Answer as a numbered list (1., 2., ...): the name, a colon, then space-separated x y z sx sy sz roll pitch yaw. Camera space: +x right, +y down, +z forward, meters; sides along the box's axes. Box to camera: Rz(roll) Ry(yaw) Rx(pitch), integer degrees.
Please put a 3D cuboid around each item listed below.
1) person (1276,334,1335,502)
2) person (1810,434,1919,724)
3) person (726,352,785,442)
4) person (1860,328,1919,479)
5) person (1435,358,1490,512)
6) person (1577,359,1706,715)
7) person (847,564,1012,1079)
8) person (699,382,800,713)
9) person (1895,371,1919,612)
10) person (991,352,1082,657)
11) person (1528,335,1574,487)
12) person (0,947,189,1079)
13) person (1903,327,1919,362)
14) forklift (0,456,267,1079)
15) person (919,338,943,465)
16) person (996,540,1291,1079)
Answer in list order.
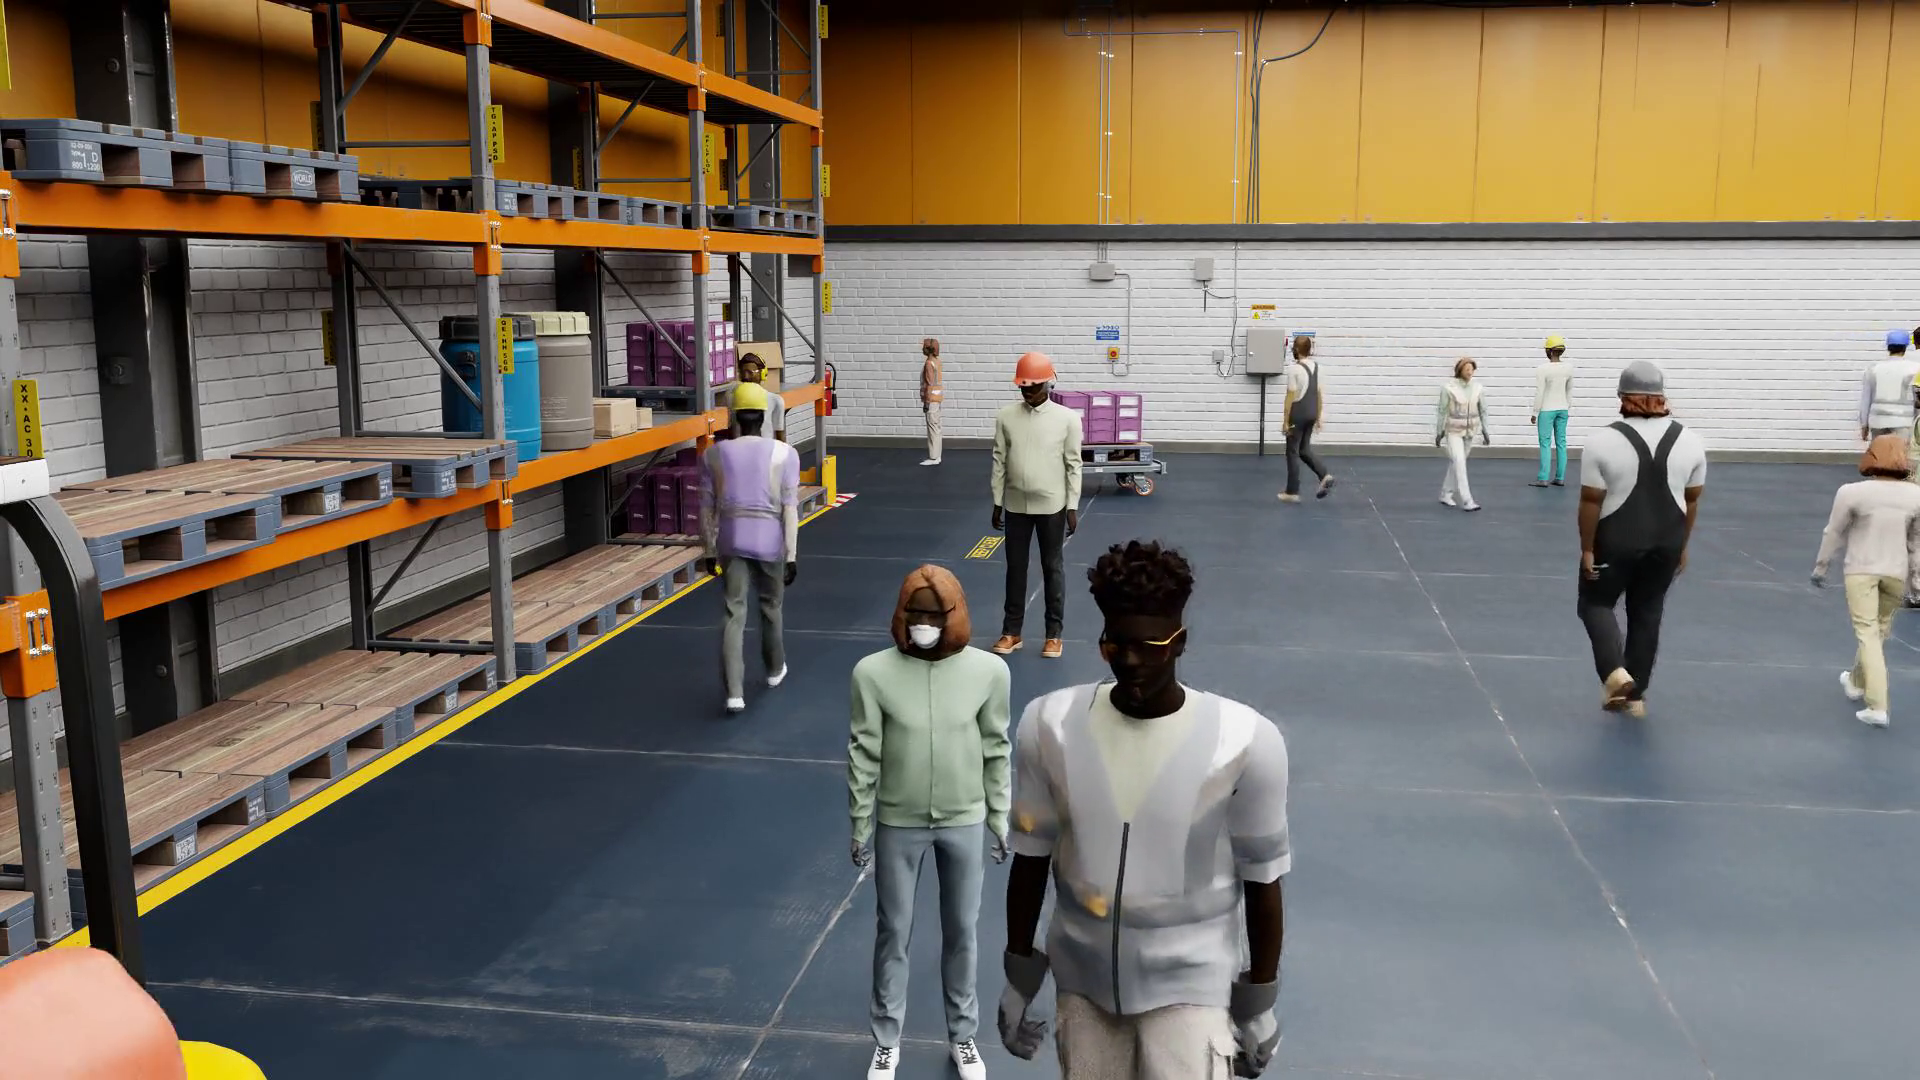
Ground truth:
1. person: 3.740 -1.298 17.939 0.520 1.829 0.579 -7 12 -38
2. person: 5.137 0.198 9.400 0.520 1.586 0.846 1 9 5
3. person: -1.621 -0.535 13.072 0.519 1.874 0.327 2 9 12
4. person: 9.544 -1.213 17.081 0.770 1.927 0.618 -7 12 -37
5. person: 5.278 -1.107 17.434 0.536 1.586 0.856 -3 10 -17
6. person: 3.763 -0.006 9.287 0.690 2.000 0.625 0 9 1
7. person: -0.089 0.877 5.091 0.507 1.631 0.275 -1 9 -7
8. person: -1.218 0.025 9.651 0.595 1.868 1.026 0 9 1
9. person: 7.115 -0.383 12.248 0.594 1.832 0.403 -9 13 -44
10. person: 0.482 -0.225 10.809 0.610 1.985 0.392 3 10 20
11. person: 6.855 -1.490 19.283 0.528 1.768 0.313 -4 10 -21
12. person: -0.796 1.313 1.517 0.578 1.918 0.416 3 10 19
13. person: 11.228 -1.584 19.544 0.537 1.869 0.314 4 10 24
14. forklift: -2.328 0.975 2.765 2.313 2.155 1.214 1 9 9
15. person: -0.367 -1.781 21.451 0.307 1.645 0.521 2 9 9
16. person: 0.385 0.957 3.626 0.622 1.952 0.421 4 10 24
